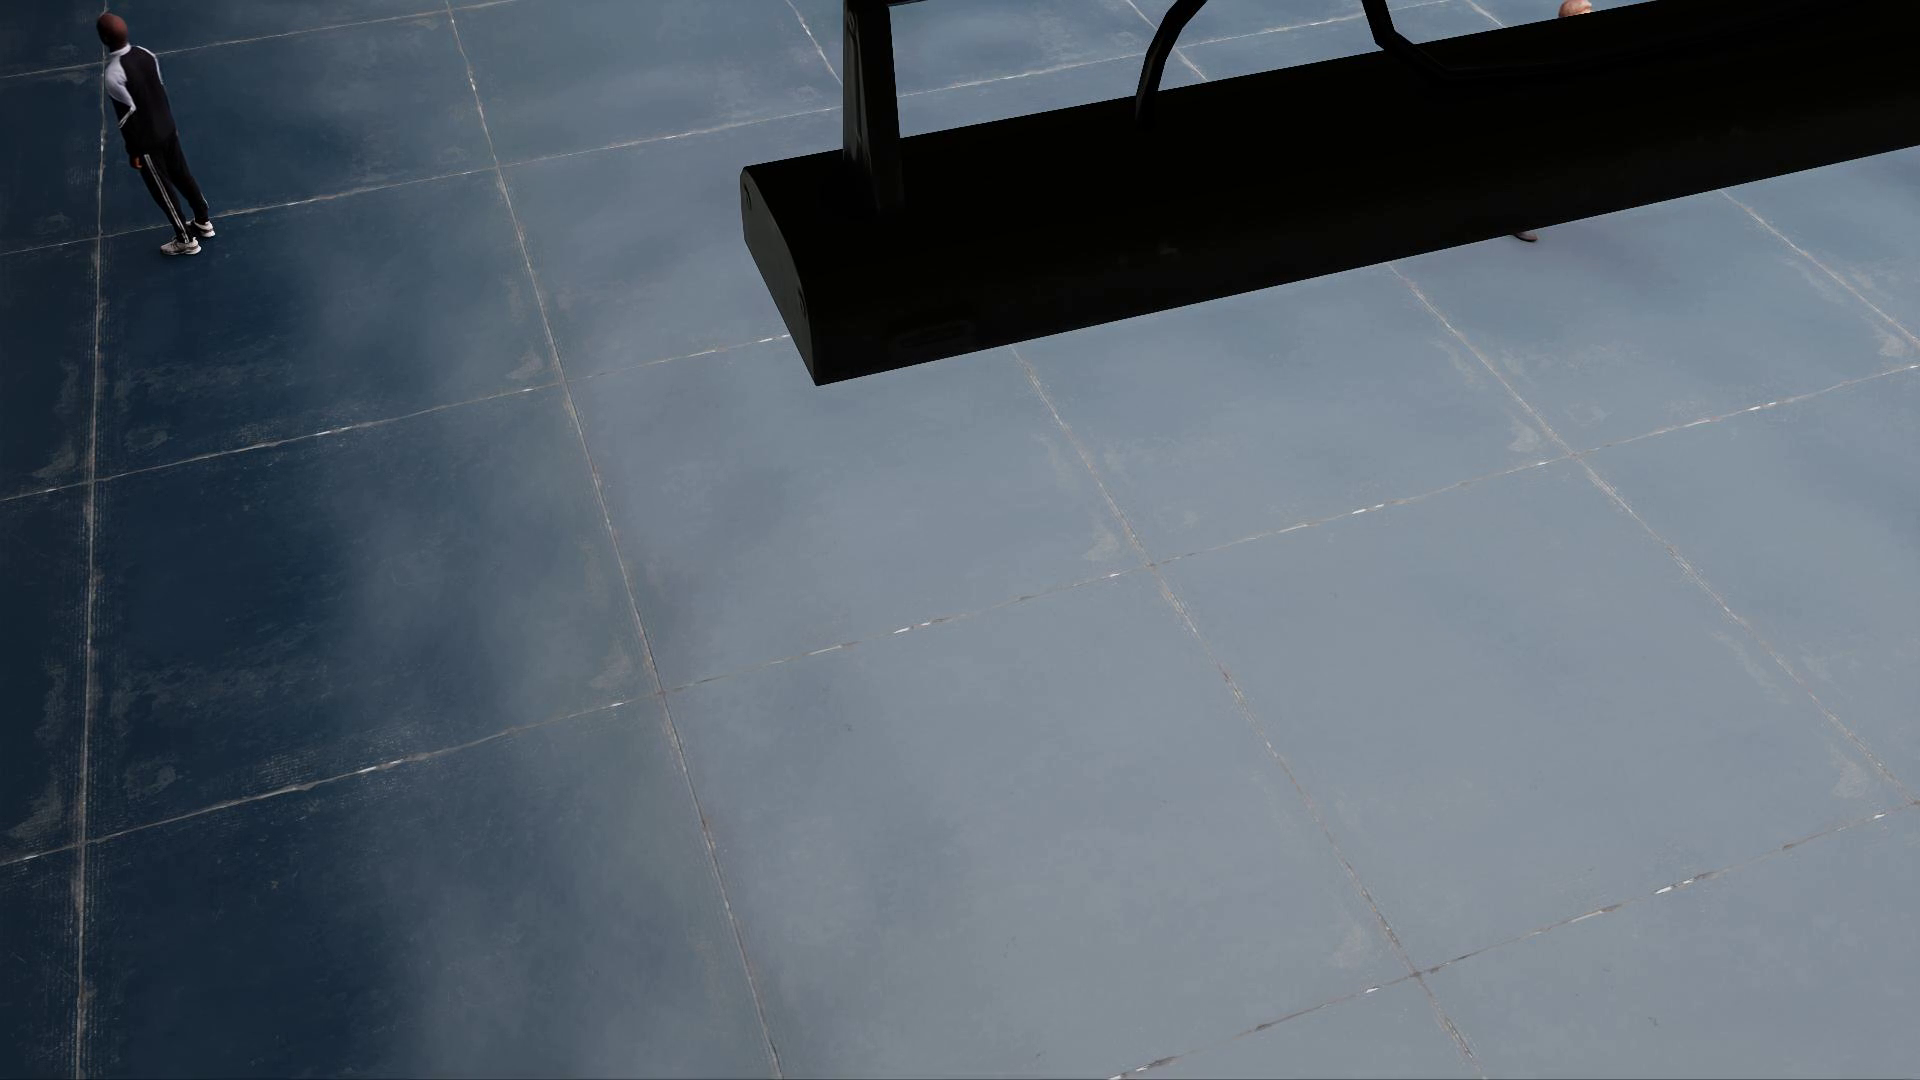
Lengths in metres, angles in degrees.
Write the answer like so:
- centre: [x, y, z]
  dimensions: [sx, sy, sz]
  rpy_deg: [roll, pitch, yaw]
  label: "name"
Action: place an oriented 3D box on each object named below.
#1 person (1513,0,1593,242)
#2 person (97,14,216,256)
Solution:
- centre: [4.290, -3.090, 12.130]
  dimensions: [0.803, 1.815, 0.772]
  rpy_deg: [23, 48, 23]
  label: "person"
- centre: [-5.796, -2.912, 11.931]
  dimensions: [0.799, 1.828, 0.687]
  rpy_deg: [10, 44, 11]
  label: "person"
